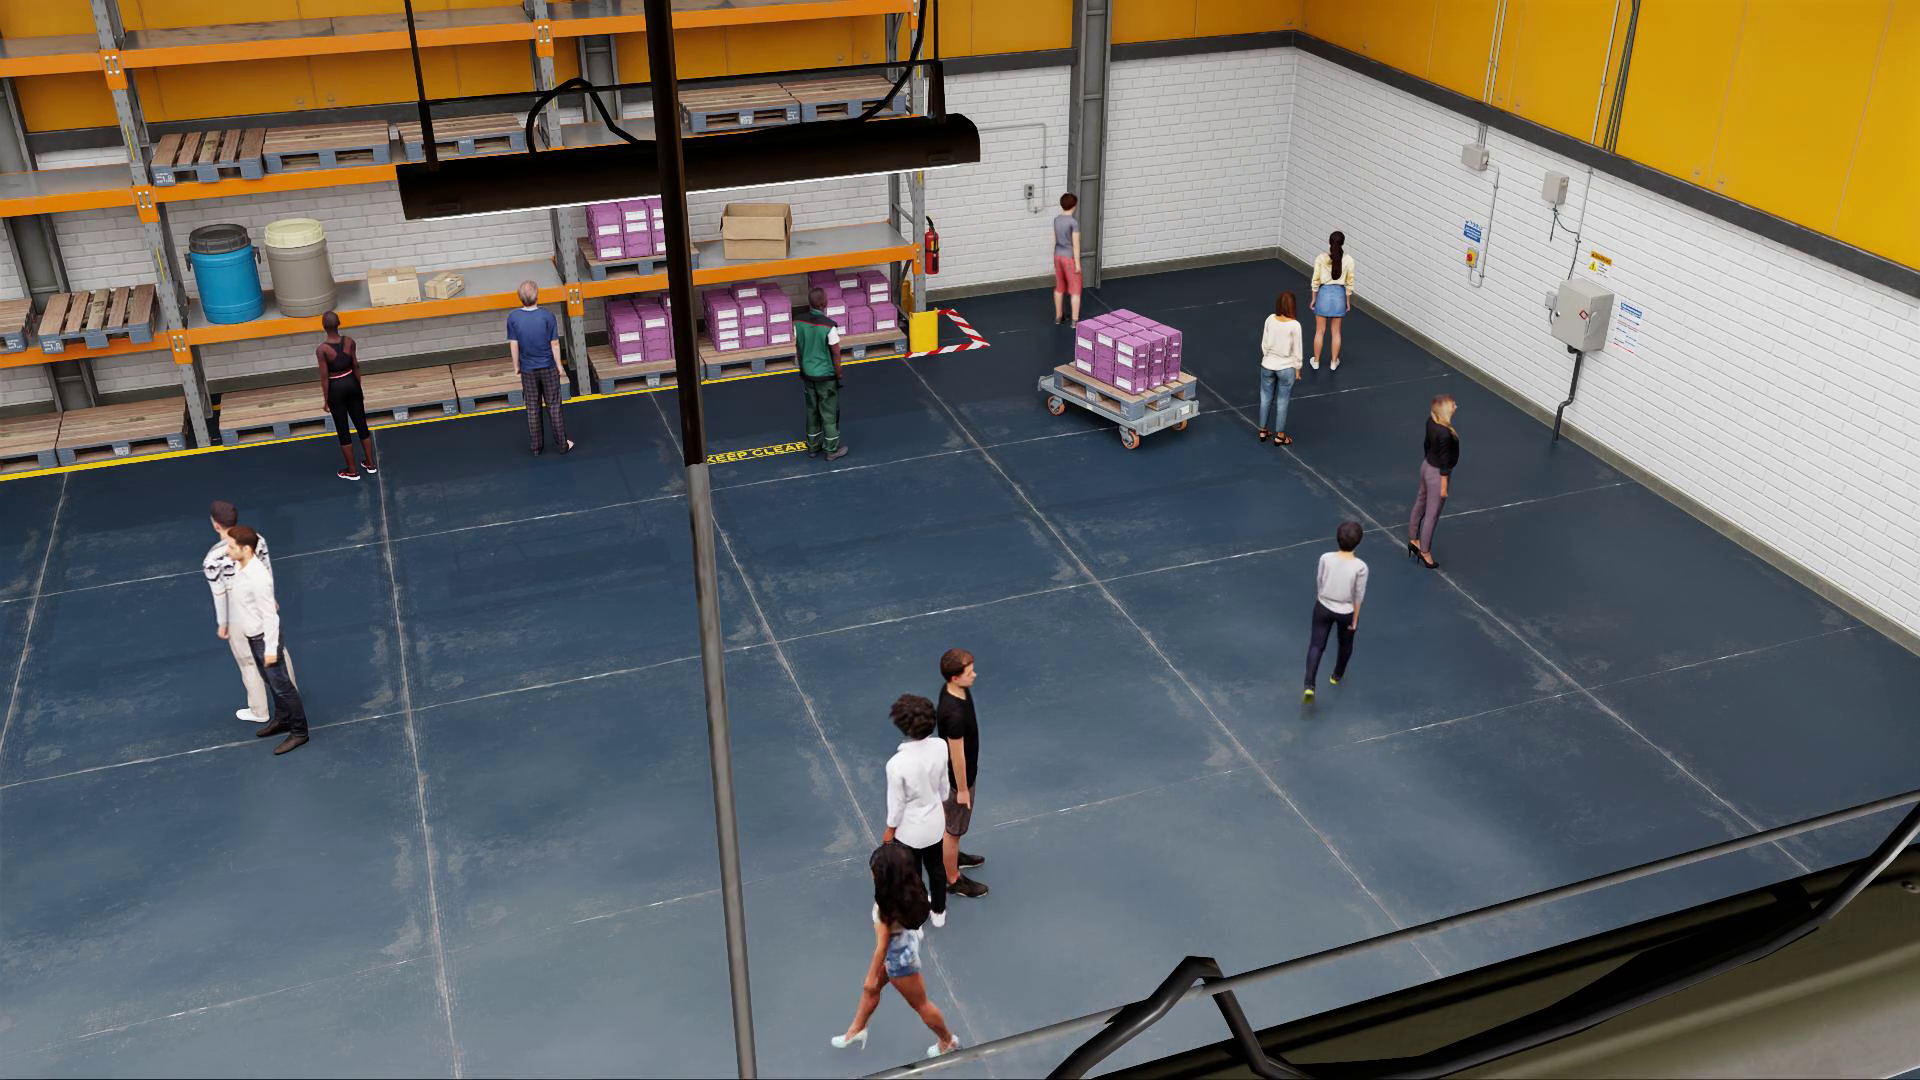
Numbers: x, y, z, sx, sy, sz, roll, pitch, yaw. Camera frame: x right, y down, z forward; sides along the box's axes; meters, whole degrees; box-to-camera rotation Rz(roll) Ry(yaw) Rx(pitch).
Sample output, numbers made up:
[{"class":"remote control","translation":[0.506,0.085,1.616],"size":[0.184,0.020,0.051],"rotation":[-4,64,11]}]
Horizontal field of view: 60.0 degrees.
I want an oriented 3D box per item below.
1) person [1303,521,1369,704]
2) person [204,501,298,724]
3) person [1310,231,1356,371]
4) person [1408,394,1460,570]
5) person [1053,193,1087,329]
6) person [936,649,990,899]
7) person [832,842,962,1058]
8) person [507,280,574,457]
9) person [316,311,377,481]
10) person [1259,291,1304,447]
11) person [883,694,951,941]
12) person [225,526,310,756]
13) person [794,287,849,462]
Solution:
[{"class":"person","translation":[2.935,0.582,13.092],"size":[0.971,1.532,1.006],"rotation":[12,31,20]},{"class":"person","translation":[-5.487,0.542,12.821],"size":[0.824,1.862,0.738],"rotation":[16,32,27]},{"class":"person","translation":[4.257,-2.756,19.107],"size":[0.649,1.631,0.784],"rotation":[4,29,6]},{"class":"person","translation":[4.268,-0.548,15.016],"size":[0.587,1.671,0.635],"rotation":[-4,29,-7]},{"class":"person","translation":[1.258,-3.397,20.270],"size":[0.729,1.643,0.724],"rotation":[-23,36,-36]},{"class":"person","translation":[-0.029,1.513,11.041],"size":[0.697,1.862,0.738],"rotation":[-1,29,-2]},{"class":"person","translation":[-0.286,2.439,9.632],"size":[1.081,1.585,0.825],"rotation":[2,29,3]},{"class":"person","translation":[-4.317,-1.761,17.033],"size":[0.566,1.871,0.771],"rotation":[-3,29,-5]},{"class":"person","translation":[-6.137,-1.452,16.585],"size":[0.727,1.758,0.620],"rotation":[22,36,35]},{"class":"person","translation":[3.320,-1.792,17.287],"size":[0.699,1.682,0.689],"rotation":[24,37,37]},{"class":"person","translation":[-0.259,1.769,10.624],"size":[0.597,1.810,0.752],"rotation":[-20,35,-32]},{"class":"person","translation":[-5.216,0.723,12.479],"size":[0.665,1.871,0.719],"rotation":[-22,36,-34]},{"class":"person","translation":[-1.423,-1.694,16.942],"size":[0.784,1.840,0.826],"rotation":[15,32,26]}]
